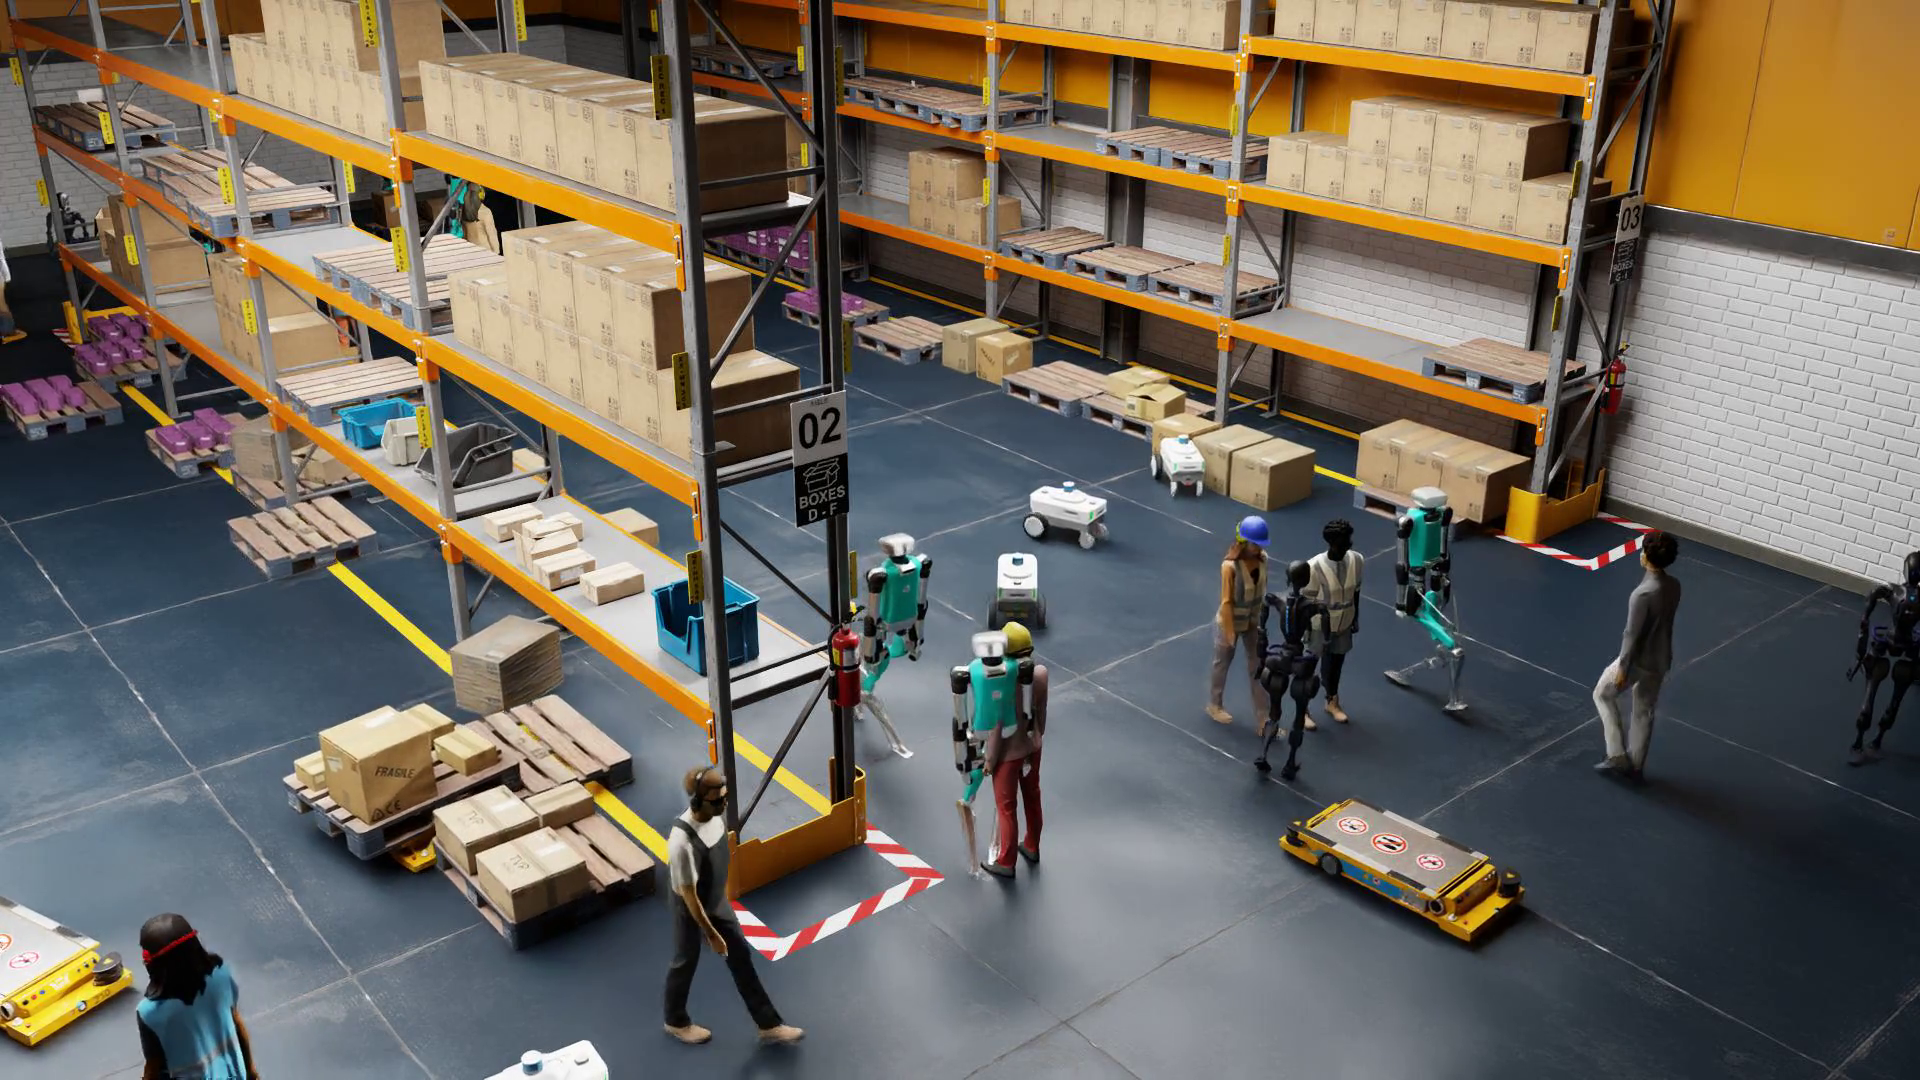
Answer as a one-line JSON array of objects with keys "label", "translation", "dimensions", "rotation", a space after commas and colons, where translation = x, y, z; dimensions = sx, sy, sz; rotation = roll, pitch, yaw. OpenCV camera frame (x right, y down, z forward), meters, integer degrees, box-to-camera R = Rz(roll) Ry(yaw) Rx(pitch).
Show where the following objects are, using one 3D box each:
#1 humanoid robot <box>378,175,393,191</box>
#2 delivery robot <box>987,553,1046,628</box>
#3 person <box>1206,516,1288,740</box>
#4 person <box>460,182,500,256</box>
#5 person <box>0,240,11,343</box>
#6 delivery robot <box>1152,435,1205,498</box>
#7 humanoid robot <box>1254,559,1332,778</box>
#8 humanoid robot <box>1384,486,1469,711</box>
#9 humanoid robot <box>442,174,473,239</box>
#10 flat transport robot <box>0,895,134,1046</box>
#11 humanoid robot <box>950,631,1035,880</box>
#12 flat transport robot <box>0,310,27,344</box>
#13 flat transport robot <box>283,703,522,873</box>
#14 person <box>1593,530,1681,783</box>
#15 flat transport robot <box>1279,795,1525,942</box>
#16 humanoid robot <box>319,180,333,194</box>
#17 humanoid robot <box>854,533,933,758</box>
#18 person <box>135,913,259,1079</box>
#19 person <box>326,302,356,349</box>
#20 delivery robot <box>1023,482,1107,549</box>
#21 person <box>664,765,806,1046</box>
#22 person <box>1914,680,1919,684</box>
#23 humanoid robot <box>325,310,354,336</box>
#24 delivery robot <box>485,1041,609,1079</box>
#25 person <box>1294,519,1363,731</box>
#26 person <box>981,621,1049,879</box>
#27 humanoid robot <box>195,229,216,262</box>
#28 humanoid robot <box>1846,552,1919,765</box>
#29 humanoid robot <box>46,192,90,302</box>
[{"label": "humanoid robot", "translation": [-9.673, -6.168, 28.096], "dimensions": [0.853, 1.787, 0.539], "rotation": [9, 25, 20]}, {"label": "delivery robot", "translation": [0.494, 0.405, 14.325], "dimensions": [0.499, 0.579, 0.753], "rotation": [1, 23, 2]}, {"label": "person", "translation": [2.126, 0.647, 12.282], "dimensions": [0.475, 1.743, 0.772], "rotation": [-12, 26, -26]}, {"label": "person", "translation": [-6.551, -3.957, 22.785], "dimensions": [0.553, 1.877, 0.413], "rotation": [11, 26, 24]}, {"label": "person", "translation": [-12.736, -3.449, 21.780], "dimensions": [0.603, 1.724, 0.499], "rotation": [0, 23, 0]}, {"label": "delivery robot", "translation": [2.284, -0.793, 17.126], "dimensions": [0.499, 0.599, 0.797], "rotation": [-2, 23, -4]}, {"label": "humanoid robot", "translation": [2.332, 0.925, 11.720], "dimensions": [0.589, 1.643, 0.400], "rotation": [13, 27, 28]}, {"label": "humanoid robot", "translation": [3.691, 0.521, 12.645], "dimensions": [0.535, 1.757, 1.036], "rotation": [-14, 27, -29]}, {"label": "humanoid robot", "translation": [-7.513, -4.612, 24.562], "dimensions": [0.530, 1.829, 0.829], "rotation": [12, 26, 26]}, {"label": "flat transport robot", "translation": [-5.646, 2.508, 9.836], "dimensions": [1.431, 0.231, 0.659], "rotation": [13, 26, 27]}, {"label": "humanoid robot", "translation": [0.164, 1.332, 10.731], "dimensions": [0.557, 1.815, 0.670], "rotation": [-6, 24, -13]}, {"label": "flat transport robot", "translation": [-13.076, -2.626, 21.725], "dimensions": [0.659, 0.231, 1.431], "rotation": [18, 29, 36]}, {"label": "flat transport robot", "translation": [-3.846, 1.818, 11.432], "dimensions": [1.431, 0.231, 0.659], "rotation": [20, 30, 38]}, {"label": "person", "translation": [4.785, 0.828, 11.704], "dimensions": [0.538, 1.880, 0.481], "rotation": [-12, 26, -25]}, {"label": "flat transport robot", "translation": [2.853, 2.092, 10.799], "dimensions": [0.659, 0.231, 1.431], "rotation": [-21, 31, -39]}, {"label": "humanoid robot", "translation": [-9.135, -4.379, 24.011], "dimensions": [0.401, 1.647, 0.610], "rotation": [0, 23, -1]}, {"label": "humanoid robot", "translation": [-0.659, 0.678, 12.248], "dimensions": [0.535, 1.763, 0.980], "rotation": [-18, 29, -35]}, {"label": "person", "translation": [-3.495, 2.564, 7.739], "dimensions": [0.871, 1.838, 0.538], "rotation": [10, 25, 21]}, {"label": "person", "translation": [-7.416, -2.779, 20.189], "dimensions": [0.505, 1.764, 0.306], "rotation": [-3, 24, -6]}, {"label": "delivery robot", "translation": [1.023, -0.269, 15.889], "dimensions": [0.773, 0.582, 0.499], "rotation": [14, 27, 30]}, {"label": "person", "translation": [-1.286, 2.027, 9.012], "dimensions": [0.905, 1.802, 0.505], "rotation": [9, 25, 20]}, {"label": "person", "translation": [7.809, 0.270, 12.939], "dimensions": [0.547, 1.924, 0.387], "rotation": [13, 26, 27]}, {"label": "humanoid robot", "translation": [-8.346, -3.544, 22.074], "dimensions": [0.562, 1.640, 0.600], "rotation": [11, 26, 24]}, {"label": "delivery robot", "translation": [-2.190, 2.907, 8.559], "dimensions": [0.802, 0.600, 0.499], "rotation": [-15, 27, -31]}, {"label": "person", "translation": [2.755, 0.616, 12.423], "dimensions": [0.534, 1.691, 0.320], "rotation": [-10, 25, -21]}, {"label": "person", "translation": [0.343, 1.337, 10.659], "dimensions": [0.531, 1.768, 0.309], "rotation": [-21, 31, -40]}, {"label": "humanoid robot", "translation": [-10.700, -4.050, 23.218], "dimensions": [0.765, 1.807, 0.531], "rotation": [-2, 23, -5]}, {"label": "humanoid robot", "translation": [6.700, 0.860, 11.887], "dimensions": [0.584, 1.643, 0.523], "rotation": [8, 24, 17]}, {"label": "humanoid robot", "translation": [-12.450, -4.047, 23.274], "dimensions": [0.616, 1.637, 0.558], "rotation": [-1, 23, -2]}]
